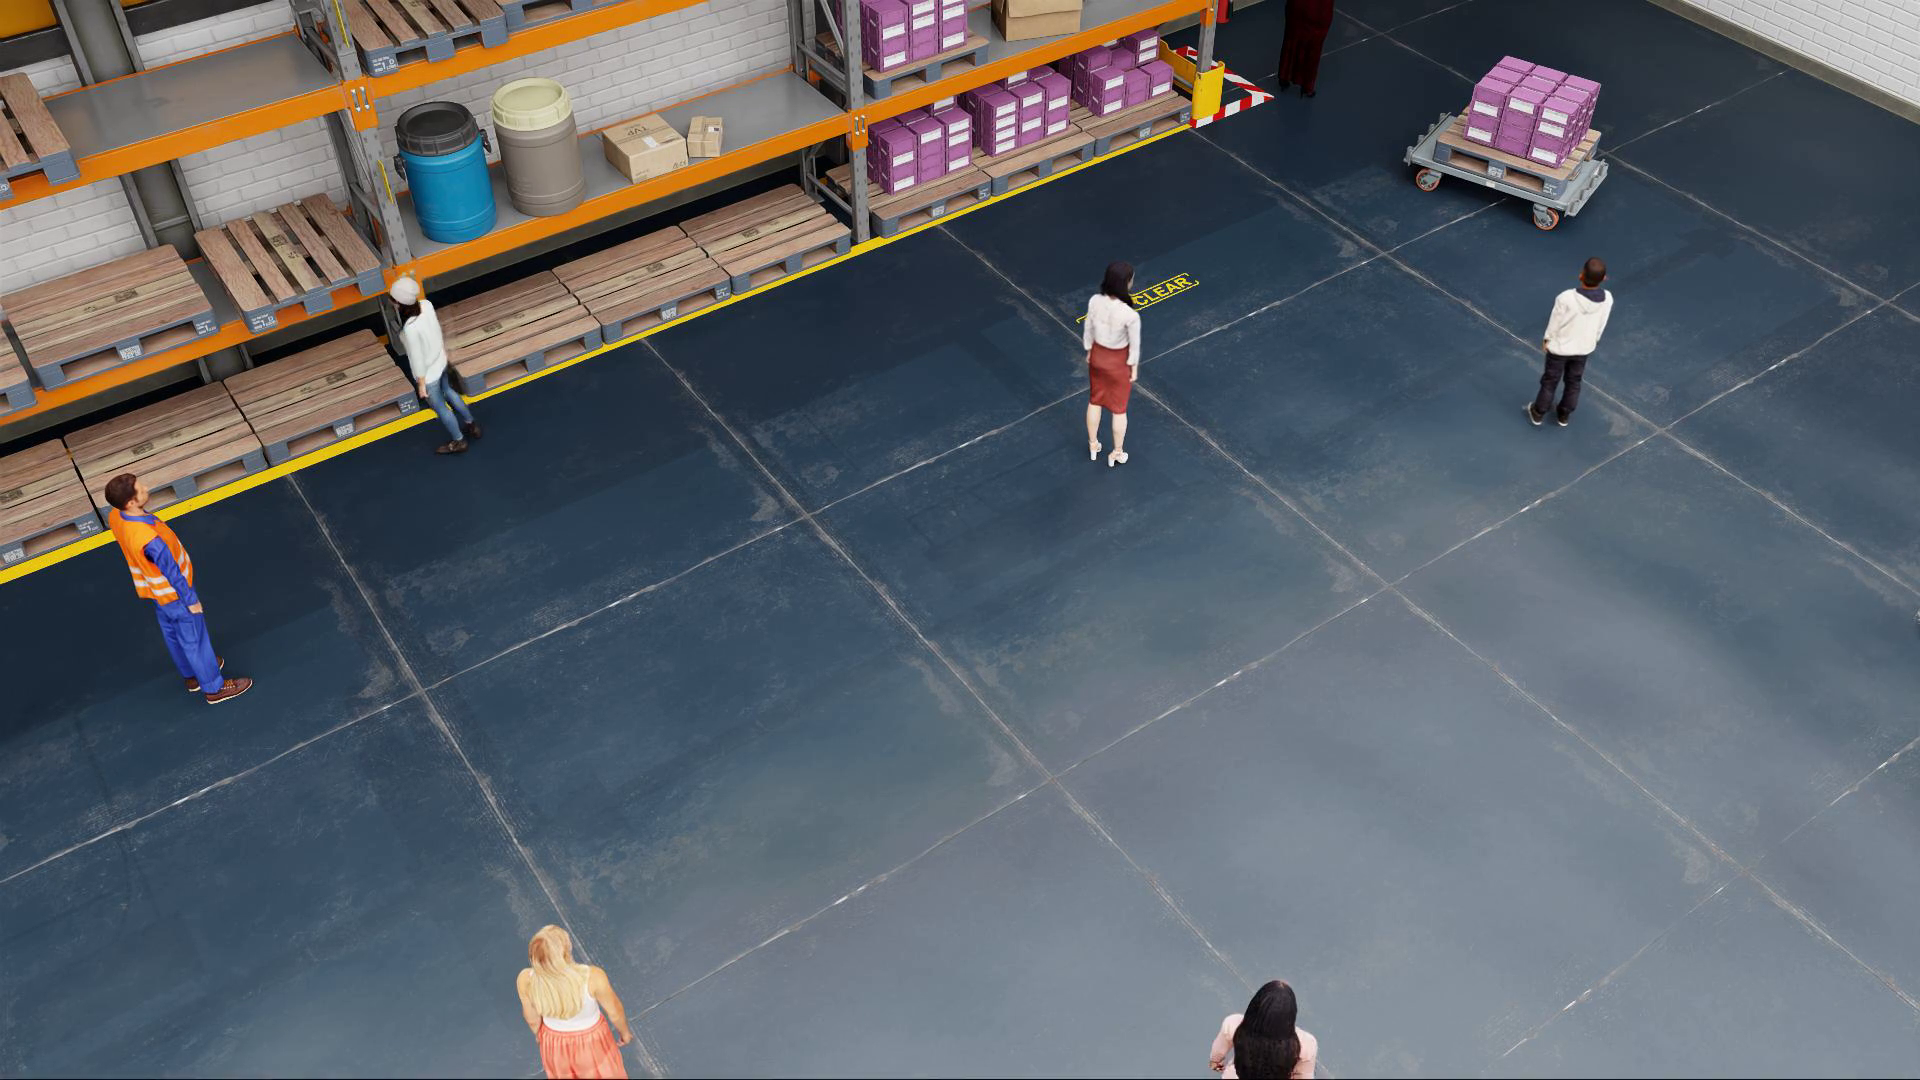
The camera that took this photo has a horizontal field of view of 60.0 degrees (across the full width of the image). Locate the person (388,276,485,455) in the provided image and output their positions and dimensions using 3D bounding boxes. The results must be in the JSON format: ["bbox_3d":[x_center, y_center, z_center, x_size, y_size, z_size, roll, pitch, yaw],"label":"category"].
[{"bbox_3d":[-3.896,-1.298,12.312,0.814,1.642,0.773,10,45,11],"label":"person"}]

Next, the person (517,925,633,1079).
[{"bbox_3d":[-1.890,2.489,8.222,0.705,1.801,0.792,1,44,1],"label":"person"}]

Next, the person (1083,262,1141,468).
[{"bbox_3d":[1.109,-1.277,12.211,0.657,1.752,0.625,26,49,24],"label":"person"}]

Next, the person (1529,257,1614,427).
[{"bbox_3d":[4.657,-1.487,12.649,0.613,1.452,0.705,0,44,0],"label":"person"}]

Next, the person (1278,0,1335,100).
[{"bbox_3d":[3.418,-5.198,16.323,0.726,1.757,0.689,30,51,28],"label":"person"}]

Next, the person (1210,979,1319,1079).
[{"bbox_3d":[1.419,2.741,8.030,0.925,1.702,1.007,11,45,12],"label":"person"}]

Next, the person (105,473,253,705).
[{"bbox_3d":[-4.985,0.301,10.473,0.757,1.864,0.706,29,51,27],"label":"person"}]
